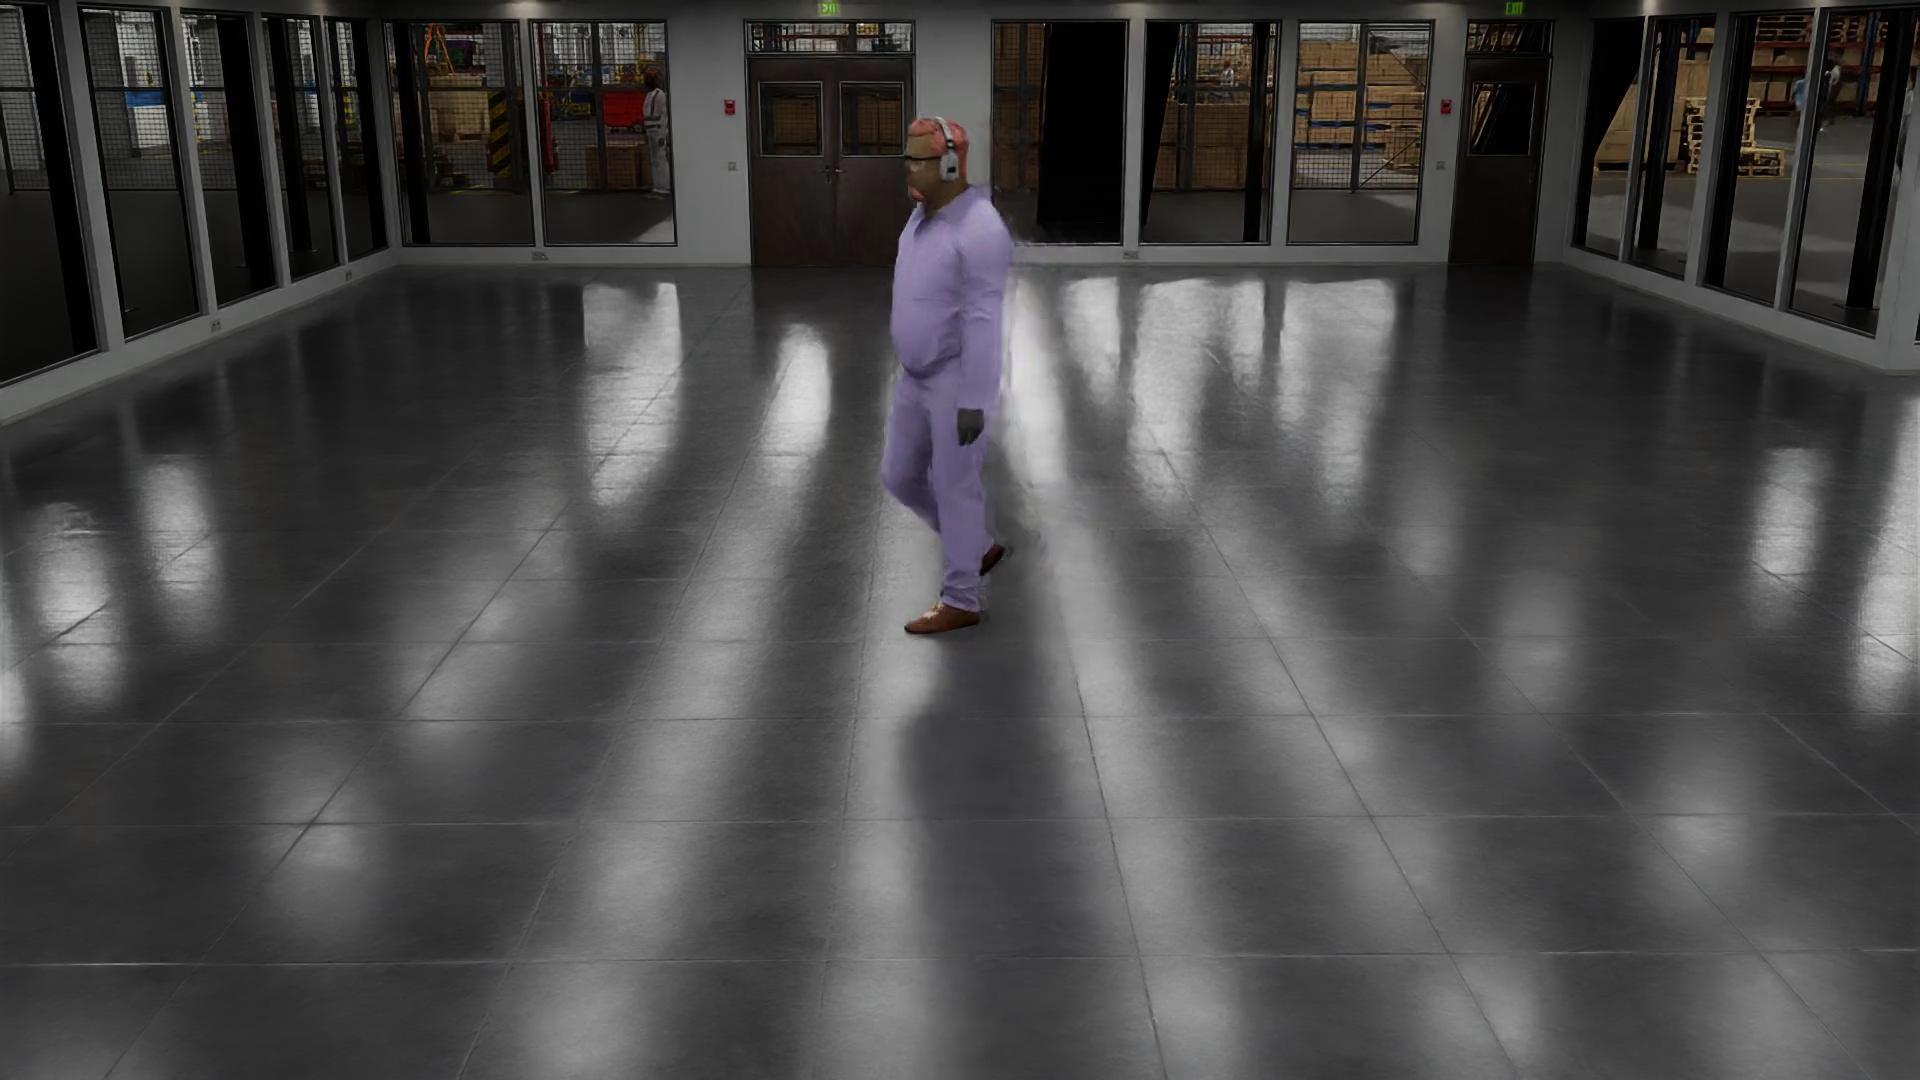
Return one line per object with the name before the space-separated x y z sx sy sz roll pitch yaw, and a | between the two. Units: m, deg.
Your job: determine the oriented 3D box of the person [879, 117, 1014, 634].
person | -0.052 -0.577 6.102 0.442 1.893 0.646 -9 19 -28
